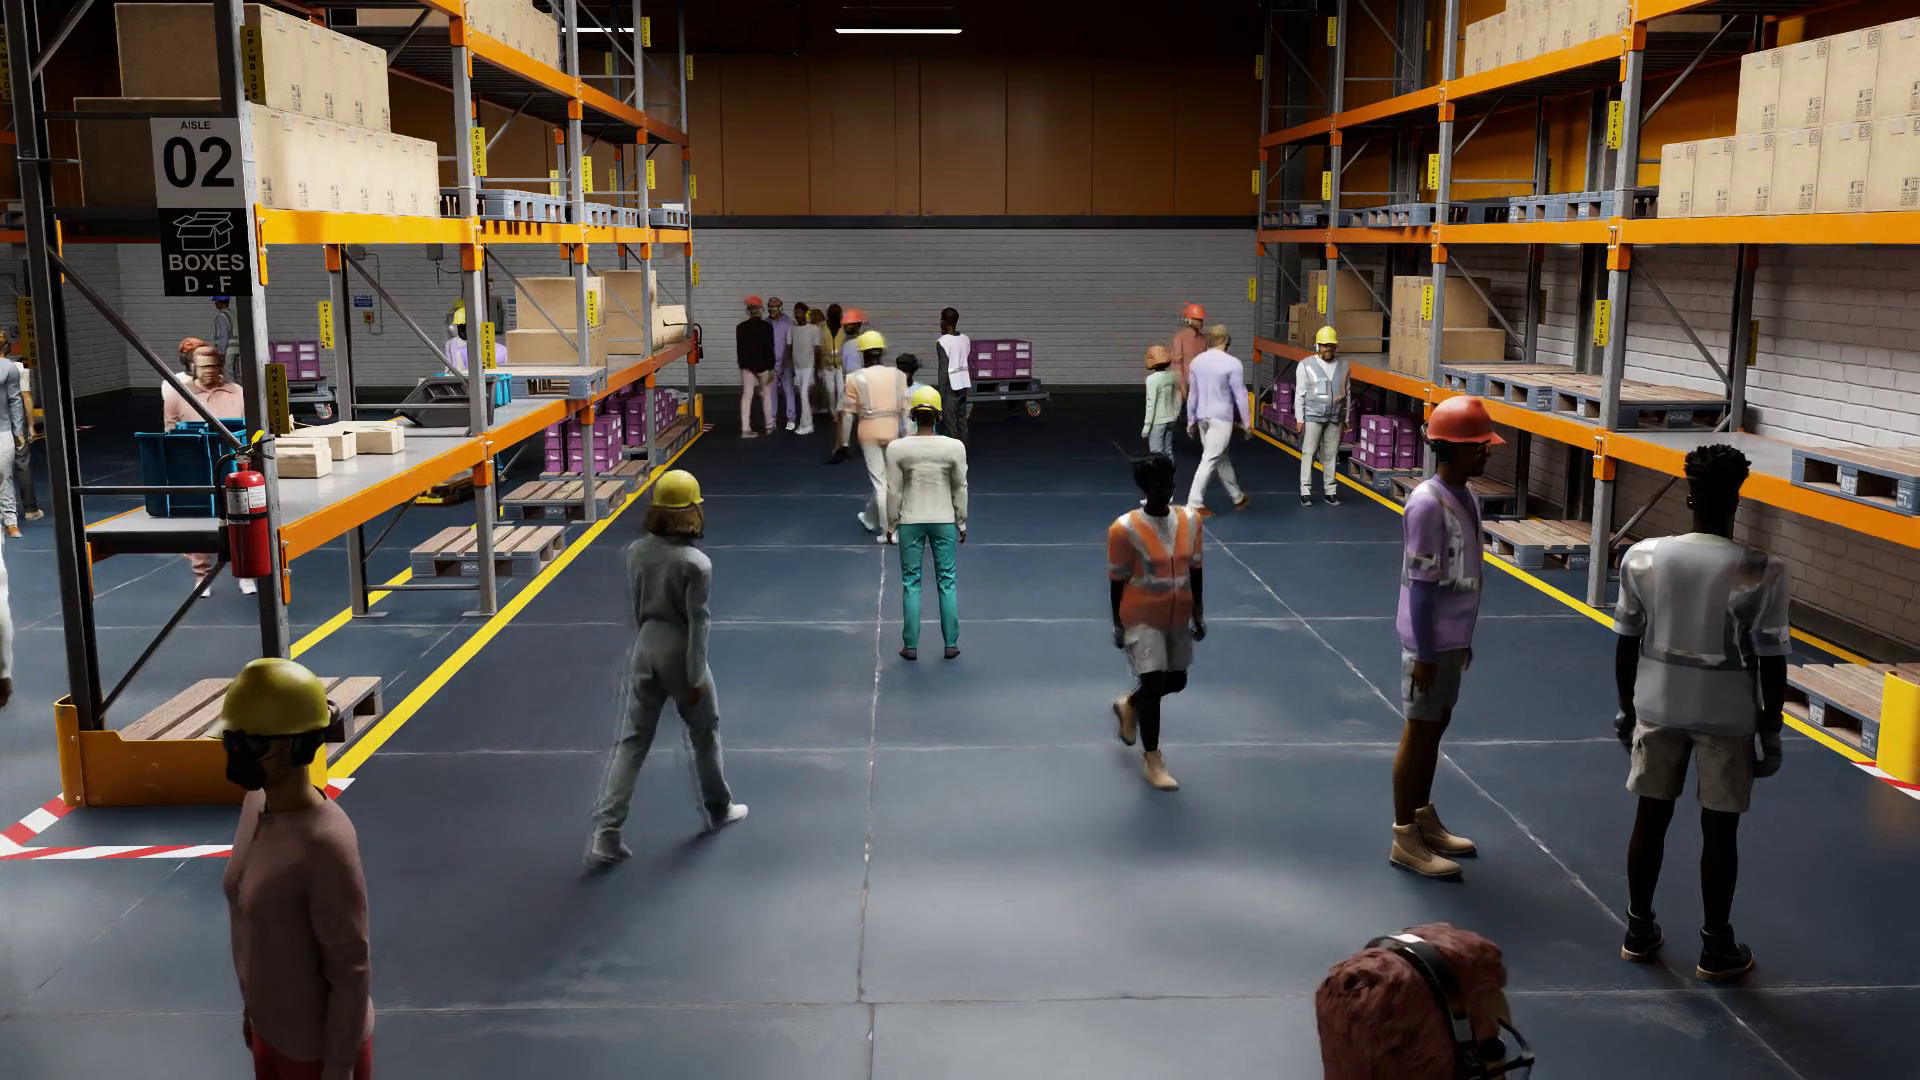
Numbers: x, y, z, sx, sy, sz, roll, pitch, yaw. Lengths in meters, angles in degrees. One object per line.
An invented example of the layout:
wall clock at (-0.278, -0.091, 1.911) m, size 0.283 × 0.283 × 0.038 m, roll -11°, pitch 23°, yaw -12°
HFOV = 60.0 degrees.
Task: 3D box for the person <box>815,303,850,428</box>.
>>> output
person at (-1.797, -2.556, 24.243) m, size 0.649 × 1.809 × 0.863 m, roll 0°, pitch 10°, yaw 1°

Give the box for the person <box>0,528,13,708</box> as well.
person at (-4.061, 0.510, 6.537) m, size 0.630 × 2.027 × 0.448 m, roll -10°, pitch 14°, yaw -43°

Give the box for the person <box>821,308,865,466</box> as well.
person at (-1.227, -1.857, 20.124) m, size 0.976 × 1.895 × 0.559 m, roll -8°, pitch 13°, yaw -39°

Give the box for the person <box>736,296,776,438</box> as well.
person at (-2.814, -2.382, 22.962) m, size 0.636 × 1.928 × 0.989 m, roll 3°, pitch 11°, yaw 17°

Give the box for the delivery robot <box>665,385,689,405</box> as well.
delivery robot at (-4.294, -2.069, 24.751) m, size 0.477 × 0.478 × 0.707 m, roll 2°, pitch 10°, yaw 12°

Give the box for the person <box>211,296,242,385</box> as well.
person at (-11.432, -2.933, 25.952) m, size 0.397 × 1.943 × 0.618 m, roll -1°, pitch 10°, yaw -4°

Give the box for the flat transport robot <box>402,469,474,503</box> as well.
flat transport robot at (-5.471, -0.582, 17.518) m, size 0.652 × 0.197 × 1.431 m, roll 1°, pitch 10°, yaw 6°

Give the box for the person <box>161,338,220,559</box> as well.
person at (-6.474, -0.776, 14.140) m, size 0.346 × 1.878 × 0.577 m, roll 5°, pitch 11°, yaw 27°

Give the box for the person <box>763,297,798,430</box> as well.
person at (-2.608, -2.508, 23.728) m, size 0.647 × 1.901 × 0.402 m, roll 3°, pitch 11°, yaw 15°

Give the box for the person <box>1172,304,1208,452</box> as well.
person at (2.783, -1.904, 20.257) m, size 0.609 × 1.946 × 1.070 m, roll -7°, pitch 12°, yaw -34°

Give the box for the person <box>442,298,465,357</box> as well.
person at (-7.794, -2.889, 26.090) m, size 0.603 × 1.814 × 0.760 m, roll -4°, pitch 11°, yaw -20°

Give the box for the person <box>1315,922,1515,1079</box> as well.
person at (0.520, 1.382, 2.019) m, size 0.402 × 1.911 × 0.638 m, roll -6°, pitch 12°, yaw -28°

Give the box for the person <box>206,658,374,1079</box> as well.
person at (-1.515, 1.130, 3.808) m, size 0.302 × 1.772 × 0.530 m, roll -10°, pitch 14°, yaw -43°

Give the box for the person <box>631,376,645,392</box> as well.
person at (-4.938, -3.003, 26.078) m, size 0.538 × 2.000 × 0.686 m, roll 2°, pitch 10°, yaw 12°

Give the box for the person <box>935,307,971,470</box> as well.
person at (-0.082, -1.746, 19.416) m, size 0.398 × 1.920 × 0.590 m, roll 6°, pitch 12°, yaw 32°

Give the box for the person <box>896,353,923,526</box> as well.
person at (-0.454, -0.913, 15.446) m, size 0.549 × 1.656 × 0.675 m, roll 8°, pitch 13°, yaw 37°

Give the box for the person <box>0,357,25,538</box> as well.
person at (-8.781, -0.962, 14.990) m, size 0.636 × 1.938 × 0.358 m, roll -7°, pitch 12°, yaw -33°

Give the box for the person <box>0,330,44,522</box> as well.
person at (-9.162, -1.091, 15.970) m, size 0.506 × 1.846 × 0.350 m, roll -3°, pitch 11°, yaw -15°

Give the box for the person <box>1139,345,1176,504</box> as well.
person at (2.032, -1.174, 17.021) m, size 0.279 × 1.633 × 0.497 m, roll 8°, pitch 13°, yaw 38°

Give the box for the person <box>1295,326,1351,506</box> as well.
person at (3.702, -1.255, 16.919) m, size 0.602 × 1.830 × 0.404 m, roll -2°, pitch 10°, yaw -10°

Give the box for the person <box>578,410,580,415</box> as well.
person at (-5.809, -2.885, 25.863) m, size 0.355 × 1.882 × 0.576 m, roll 8°, pitch 13°, yaw 39°

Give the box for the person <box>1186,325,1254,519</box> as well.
person at (2.556, -1.159, 16.295) m, size 1.028 × 1.871 × 0.698 m, roll -7°, pitch 12°, yaw -34°

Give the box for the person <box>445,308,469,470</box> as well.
person at (-5.643, -1.696, 19.113) m, size 0.585 × 1.927 × 0.366 m, roll 2°, pitch 10°, yaw 10°

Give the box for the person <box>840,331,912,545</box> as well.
person at (-0.800, -0.932, 14.975) m, size 0.604 × 1.874 × 0.974 m, roll -6°, pitch 12°, yaw -29°

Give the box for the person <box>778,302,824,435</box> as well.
person at (-2.243, -2.365, 23.085) m, size 0.518 × 1.834 × 0.853 m, roll 5°, pitch 11°, yaw 27°

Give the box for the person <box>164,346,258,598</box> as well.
person at (-5.637, -0.510, 12.585) m, size 0.645 × 1.903 × 0.401 m, roll -5°, pitch 11°, yaw -26°

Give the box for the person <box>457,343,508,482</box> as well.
person at (-5.301, -1.553, 18.541) m, size 0.573 × 1.843 × 0.374 m, roll -6°, pitch 12°, yaw -31°

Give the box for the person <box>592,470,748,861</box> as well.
person at (-1.291, 0.540, 7.299) m, size 0.500 × 1.700 × 0.908 m, roll 5°, pitch 11°, yaw 27°

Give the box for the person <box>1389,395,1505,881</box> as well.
person at (2.072, 0.404, 7.090) m, size 0.394 × 2.044 × 0.609 m, roll 6°, pitch 12°, yaw 31°

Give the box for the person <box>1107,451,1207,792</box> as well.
person at (0.940, 0.366, 8.329) m, size 0.530 × 1.671 × 0.657 m, roll -5°, pitch 11°, yaw -27°

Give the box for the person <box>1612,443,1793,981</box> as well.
person at (2.696, 0.625, 6.073) m, size 0.612 × 1.965 × 0.362 m, roll 9°, pitch 13°, yaw 41°

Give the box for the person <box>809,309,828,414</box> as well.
person at (-2.230, -2.797, 26.062) m, size 0.284 × 1.634 × 0.498 m, roll -4°, pitch 11°, yaw -21°

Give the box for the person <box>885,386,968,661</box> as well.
person at (-0.217, -0.106, 10.705) m, size 0.531 × 1.767 × 0.328 m, roll -1°, pitch 10°, yaw -6°
